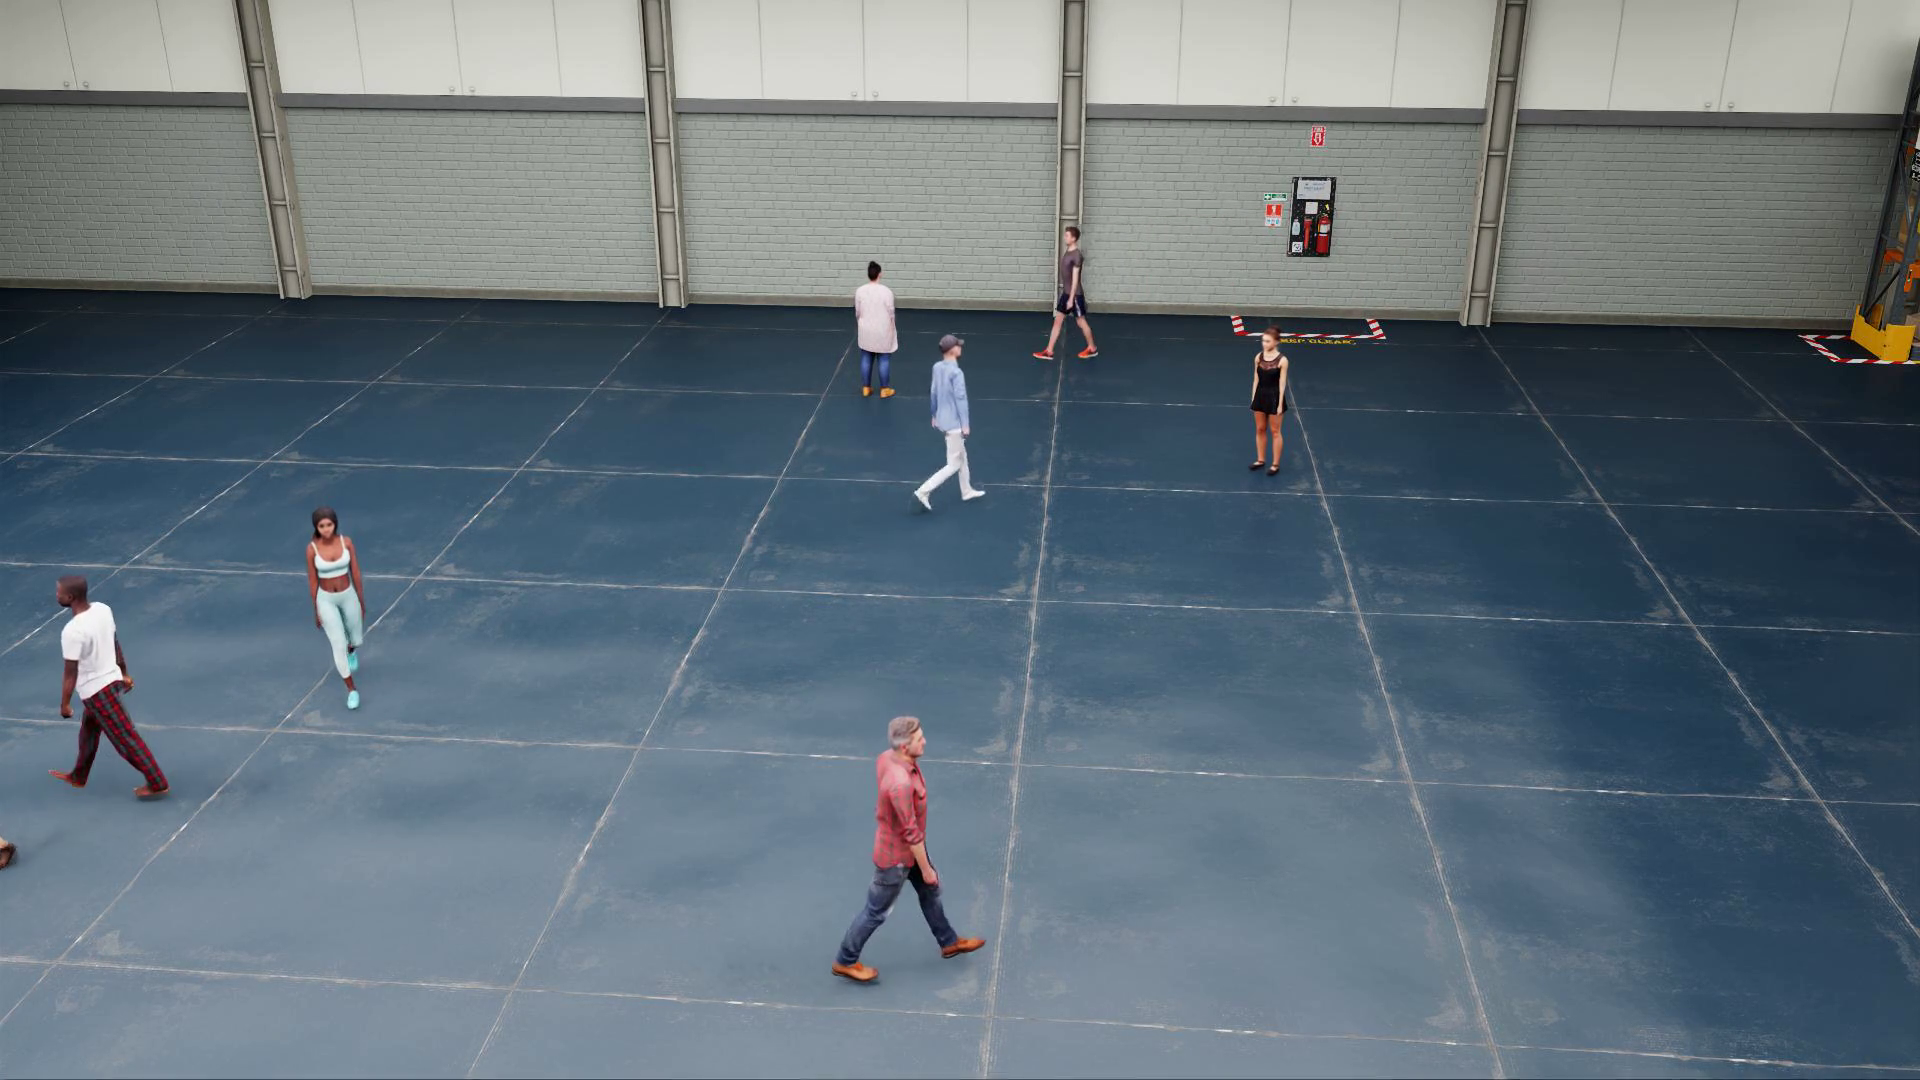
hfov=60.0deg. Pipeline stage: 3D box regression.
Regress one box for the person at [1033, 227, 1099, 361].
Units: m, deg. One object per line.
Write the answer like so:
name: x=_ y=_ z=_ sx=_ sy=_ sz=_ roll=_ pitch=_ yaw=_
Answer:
person: x=1.594 y=-3.280 z=22.400 sx=1.264 sy=1.804 sz=0.982 roll=-7 pitch=24 yaw=-17

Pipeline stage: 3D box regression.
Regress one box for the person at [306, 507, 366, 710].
person: x=-5.093 y=0.513 z=13.602 sx=0.925 sy=1.710 sz=0.905 roll=-11 pitch=26 yaw=-25

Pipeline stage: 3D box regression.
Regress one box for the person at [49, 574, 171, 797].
person: x=-6.162 y=1.108 z=12.109 sx=1.138 sy=1.783 sz=0.760 roll=0 pitch=23 yaw=-1

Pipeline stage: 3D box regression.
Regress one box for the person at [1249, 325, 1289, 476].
person: x=3.456 y=-1.571 z=18.539 sx=0.672 sy=1.680 sz=0.751 roll=20 pitch=30 yaw=38

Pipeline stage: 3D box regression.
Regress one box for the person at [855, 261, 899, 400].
person: x=-1.074 y=-2.666 z=21.036 sx=0.651 sy=1.742 sz=0.808 roll=8 pitch=24 yaw=18

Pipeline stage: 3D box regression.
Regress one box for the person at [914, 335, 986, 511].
person: x=-0.145 y=-1.211 z=17.463 sx=1.216 sy=1.861 sz=1.032 roll=-12 pitch=26 yaw=-26

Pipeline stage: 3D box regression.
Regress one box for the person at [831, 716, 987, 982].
person: x=-0.465 y=1.927 z=10.182 sx=1.242 sy=1.784 sz=0.796 roll=-1 pitch=23 yaw=-2
